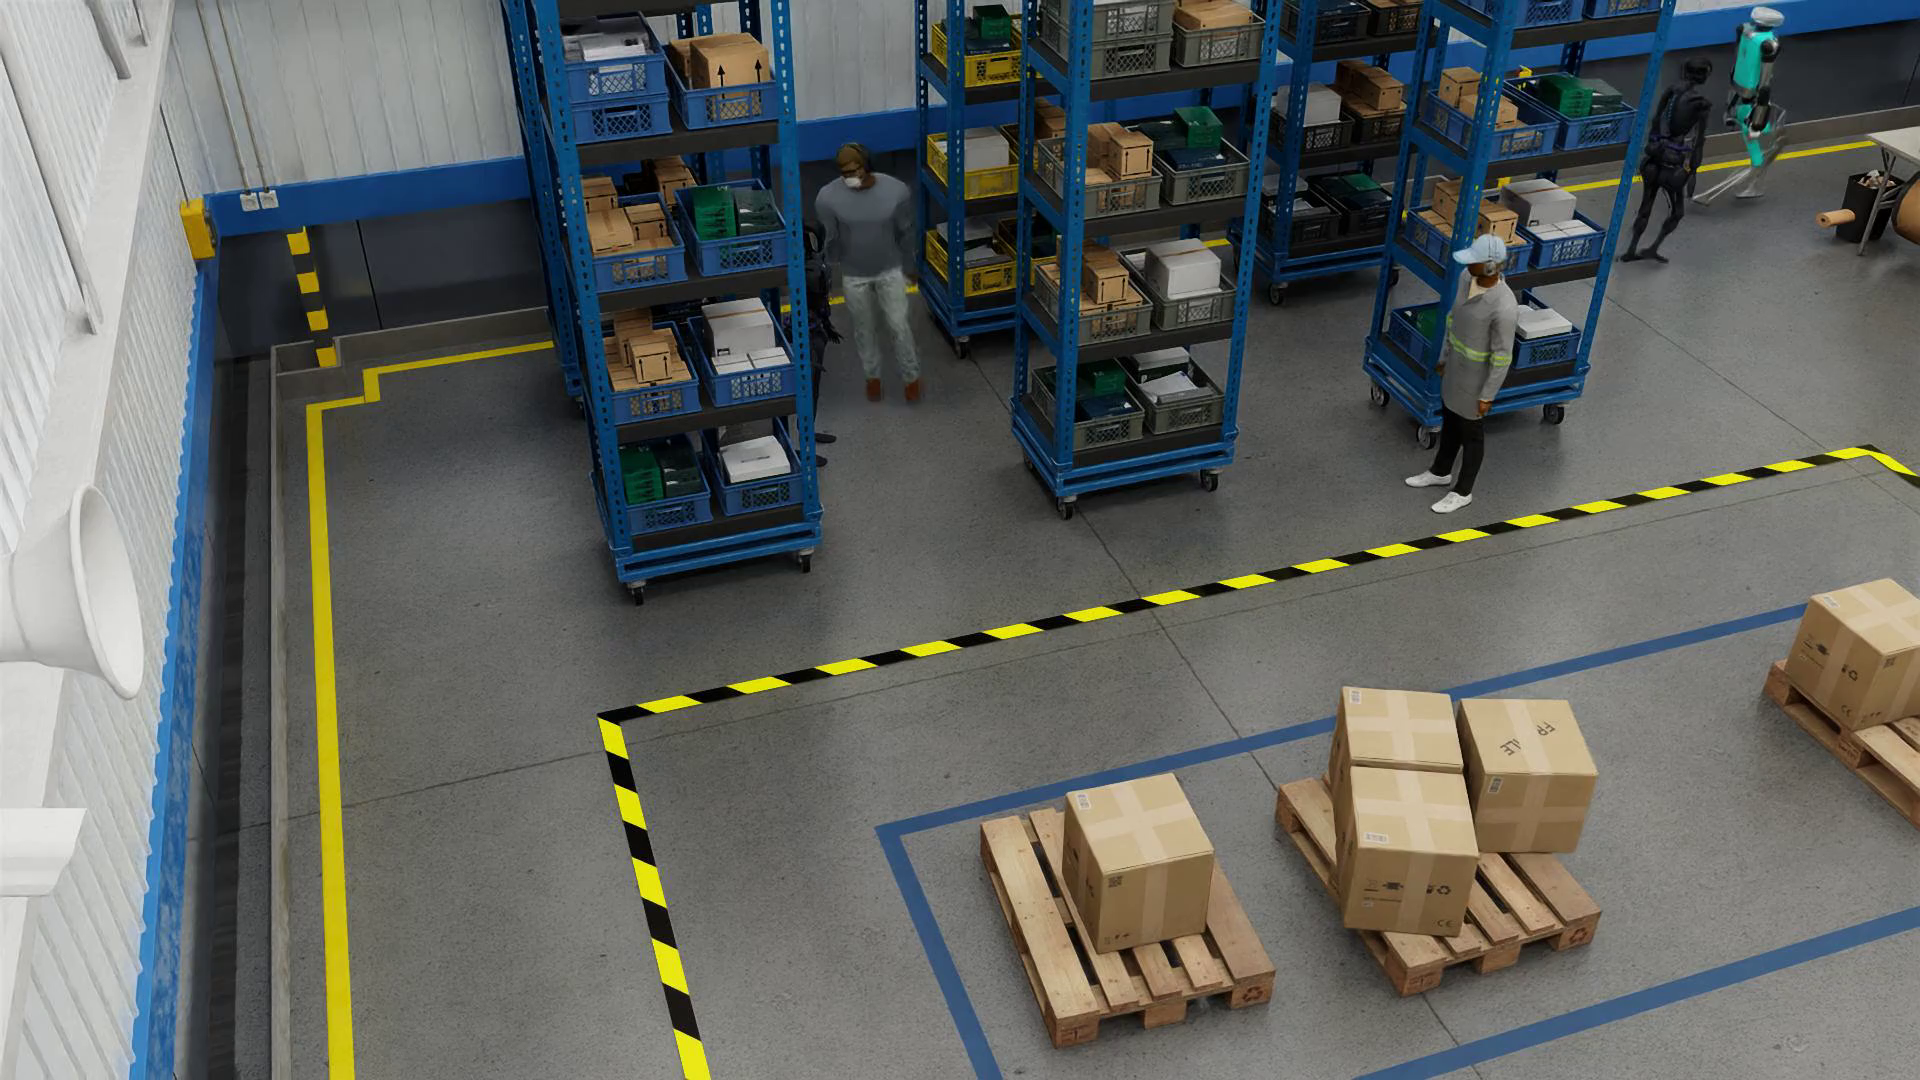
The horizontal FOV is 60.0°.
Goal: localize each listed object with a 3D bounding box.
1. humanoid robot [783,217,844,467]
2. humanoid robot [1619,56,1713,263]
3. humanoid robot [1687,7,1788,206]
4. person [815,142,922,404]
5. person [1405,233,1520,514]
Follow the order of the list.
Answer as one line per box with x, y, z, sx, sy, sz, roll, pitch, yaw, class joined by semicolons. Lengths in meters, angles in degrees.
-0.948;-1.291;10.651;0.315;1.657;0.599;7;36;10;humanoid robot
5.533;-2.963;13.041;0.436;1.640;0.601;-12;37;-17;humanoid robot
6.659;-3.554;13.812;0.981;1.733;0.538;-4;35;-5;humanoid robot
-0.632;-1.777;11.156;0.672;1.906;0.491;-3;35;-5;person
3.074;-1.014;10.122;0.396;1.850;0.587;-8;36;-11;person
